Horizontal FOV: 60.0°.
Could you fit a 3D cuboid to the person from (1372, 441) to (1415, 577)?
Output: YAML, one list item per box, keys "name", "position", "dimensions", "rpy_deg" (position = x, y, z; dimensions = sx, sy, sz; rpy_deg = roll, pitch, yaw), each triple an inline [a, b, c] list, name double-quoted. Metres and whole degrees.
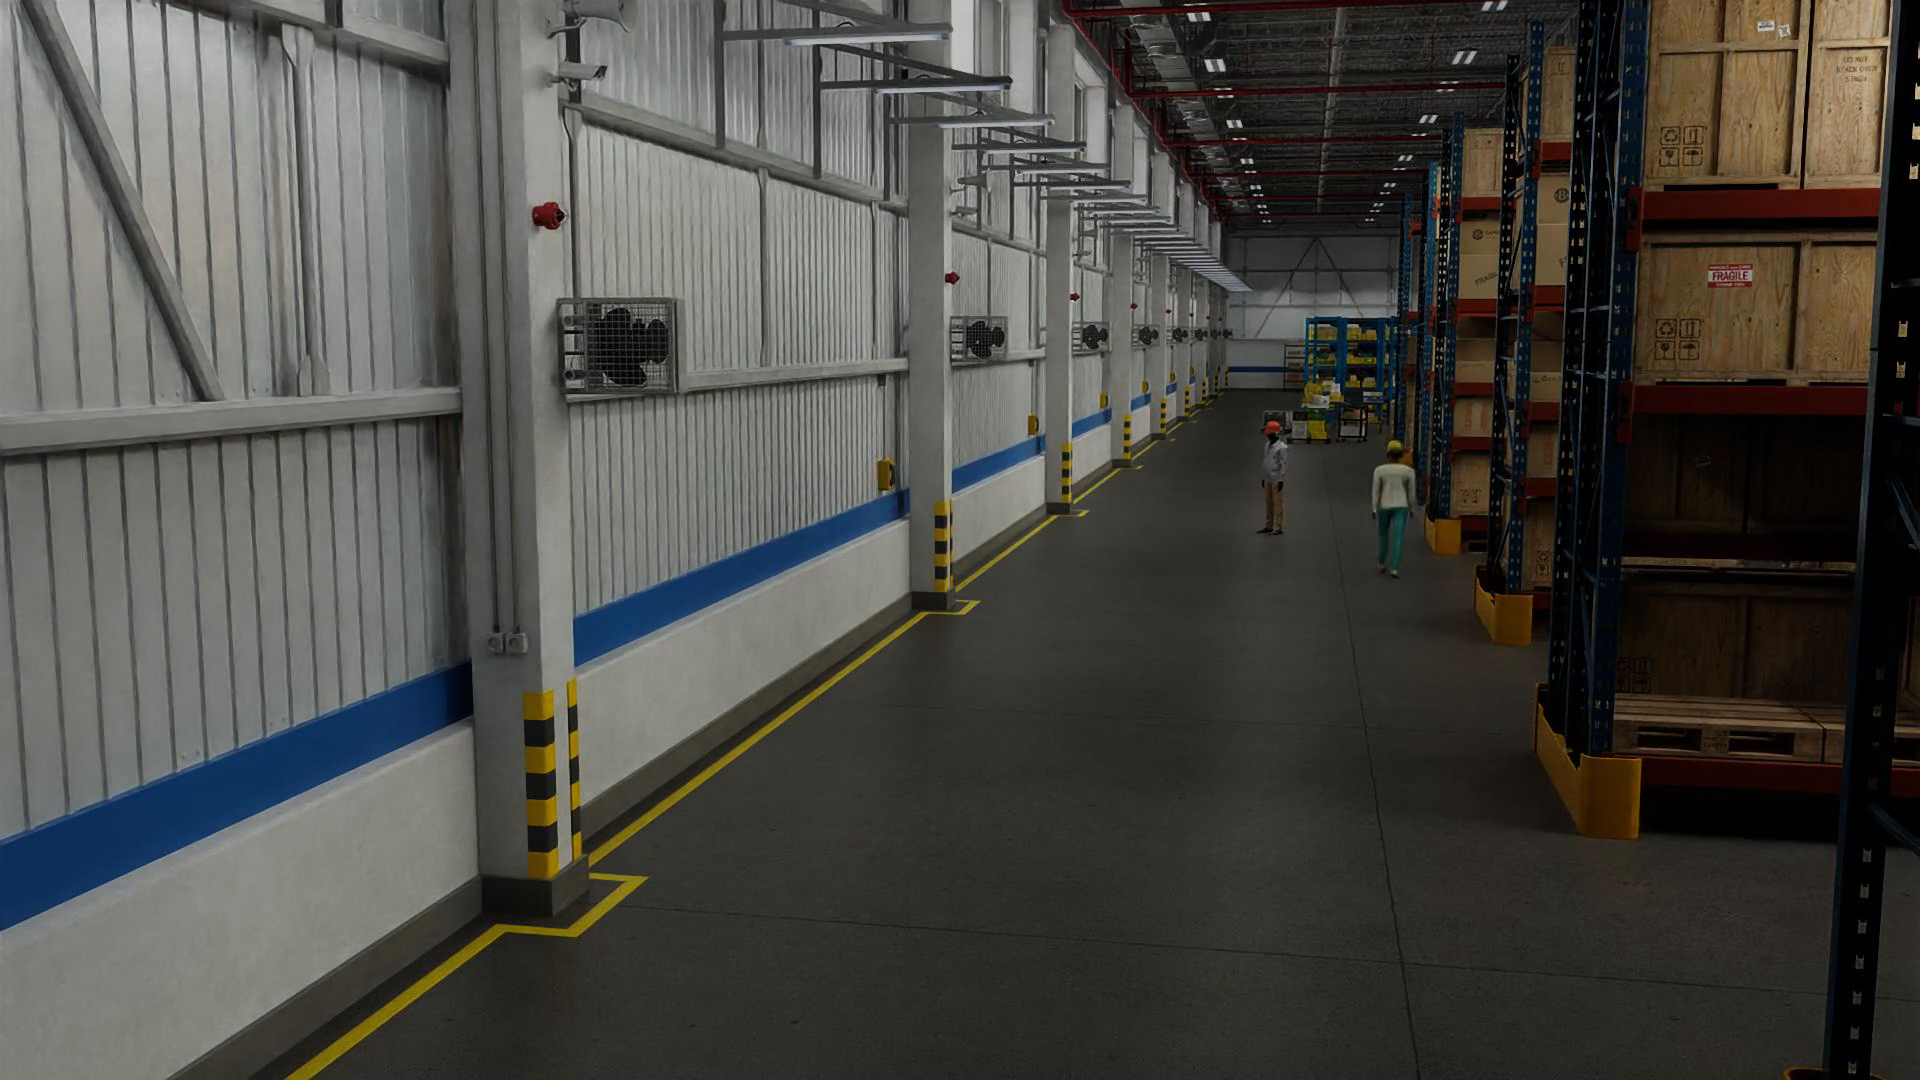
- name: "person"
  position: [5.524, -0.406, 21.217]
  dimensions: [0.545, 1.714, 0.924]
  rpy_deg: [1, 7, 9]

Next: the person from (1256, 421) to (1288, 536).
- name: "person"
  position: [4.783, -0.948, 25.434]
  dimensions: [0.323, 1.755, 0.563]
  rpy_deg: [-3, 8, -23]

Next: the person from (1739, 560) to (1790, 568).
- name: "person"
  position: [7.211, 0.365, 14.856]
  dimensions: [0.948, 1.793, 0.599]
  rpy_deg: [3, 8, 20]
